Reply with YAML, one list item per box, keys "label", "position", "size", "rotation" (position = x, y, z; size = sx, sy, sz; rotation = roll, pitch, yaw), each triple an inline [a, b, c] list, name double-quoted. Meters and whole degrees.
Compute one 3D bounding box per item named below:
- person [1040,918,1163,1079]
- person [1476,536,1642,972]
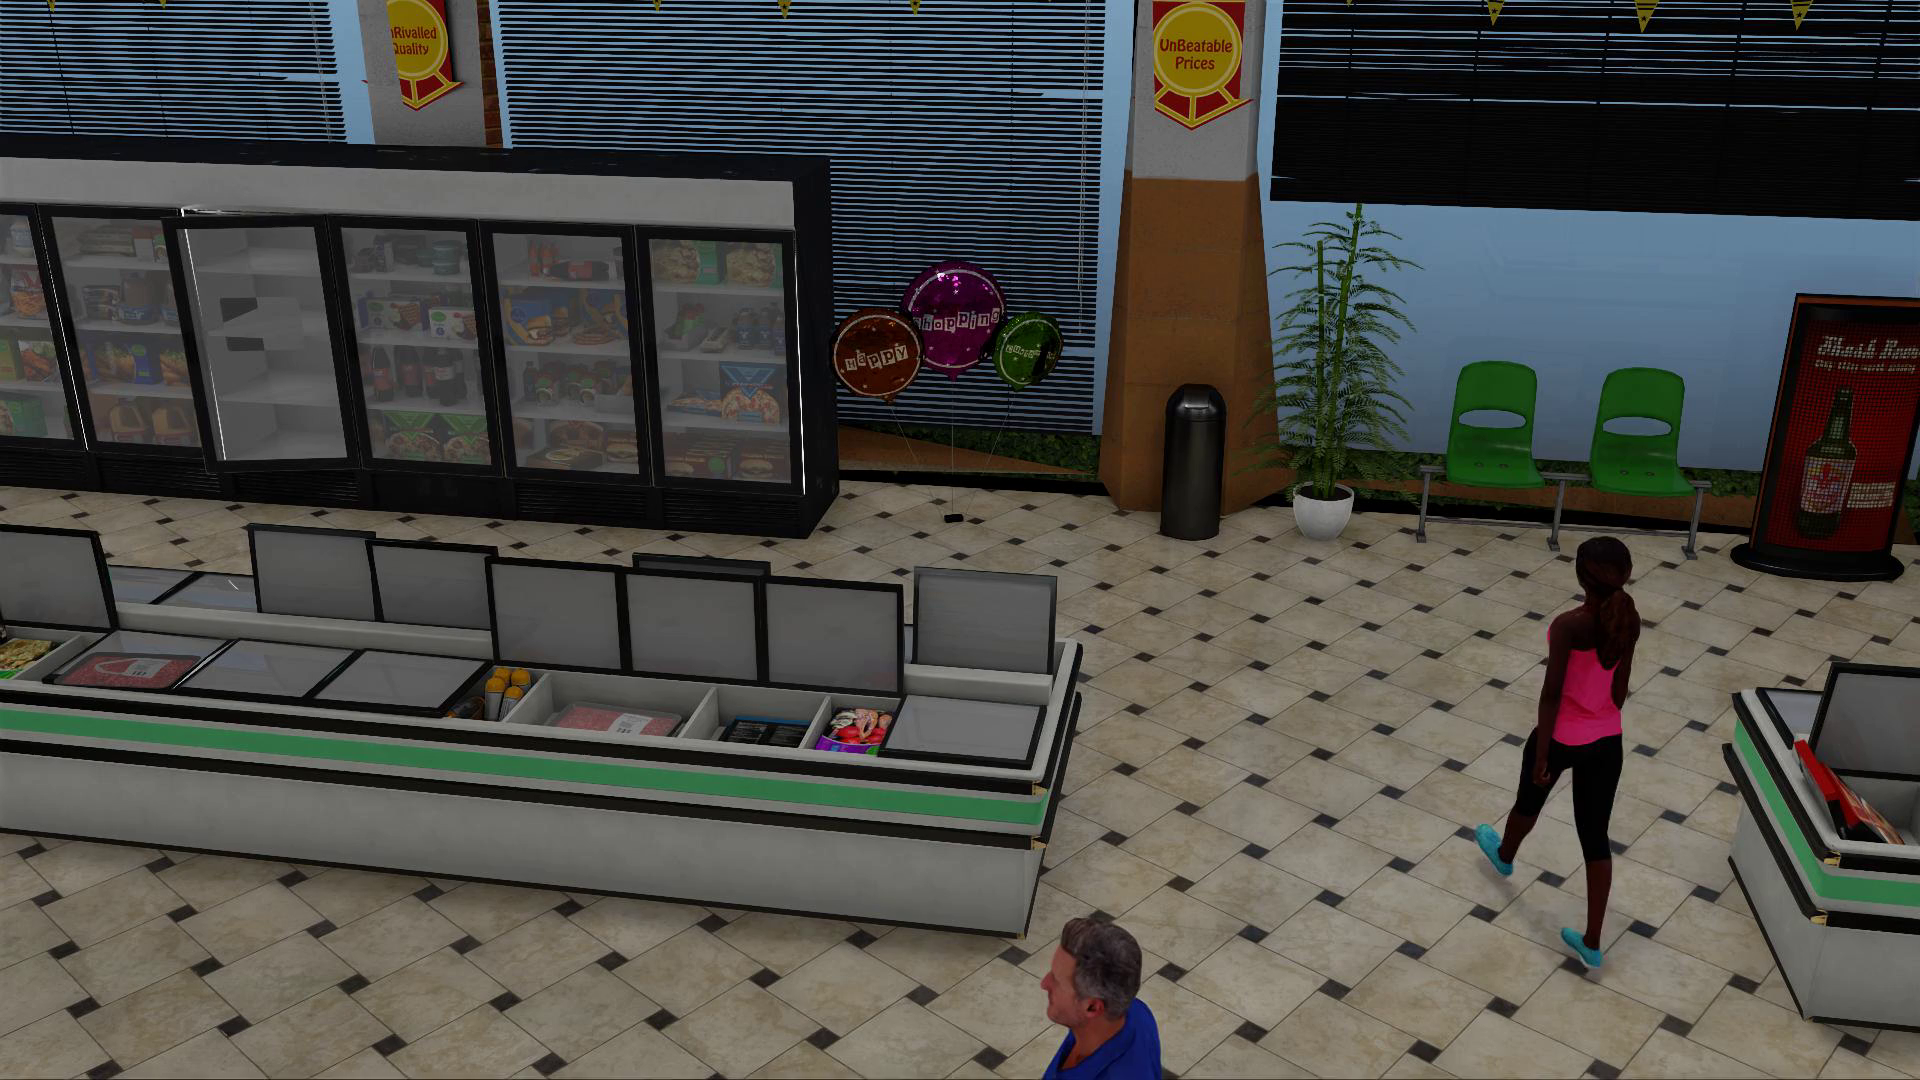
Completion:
- label: "person"
  position: [0.346, 1.712, 4.034]
  size: [0.572, 1.827, 0.734]
  rotation: [2, 22, 4]
- label: "person"
  position: [2.419, 0.849, 6.398]
  size: [1.137, 1.666, 0.909]
  rotation: [-4, 22, -9]
